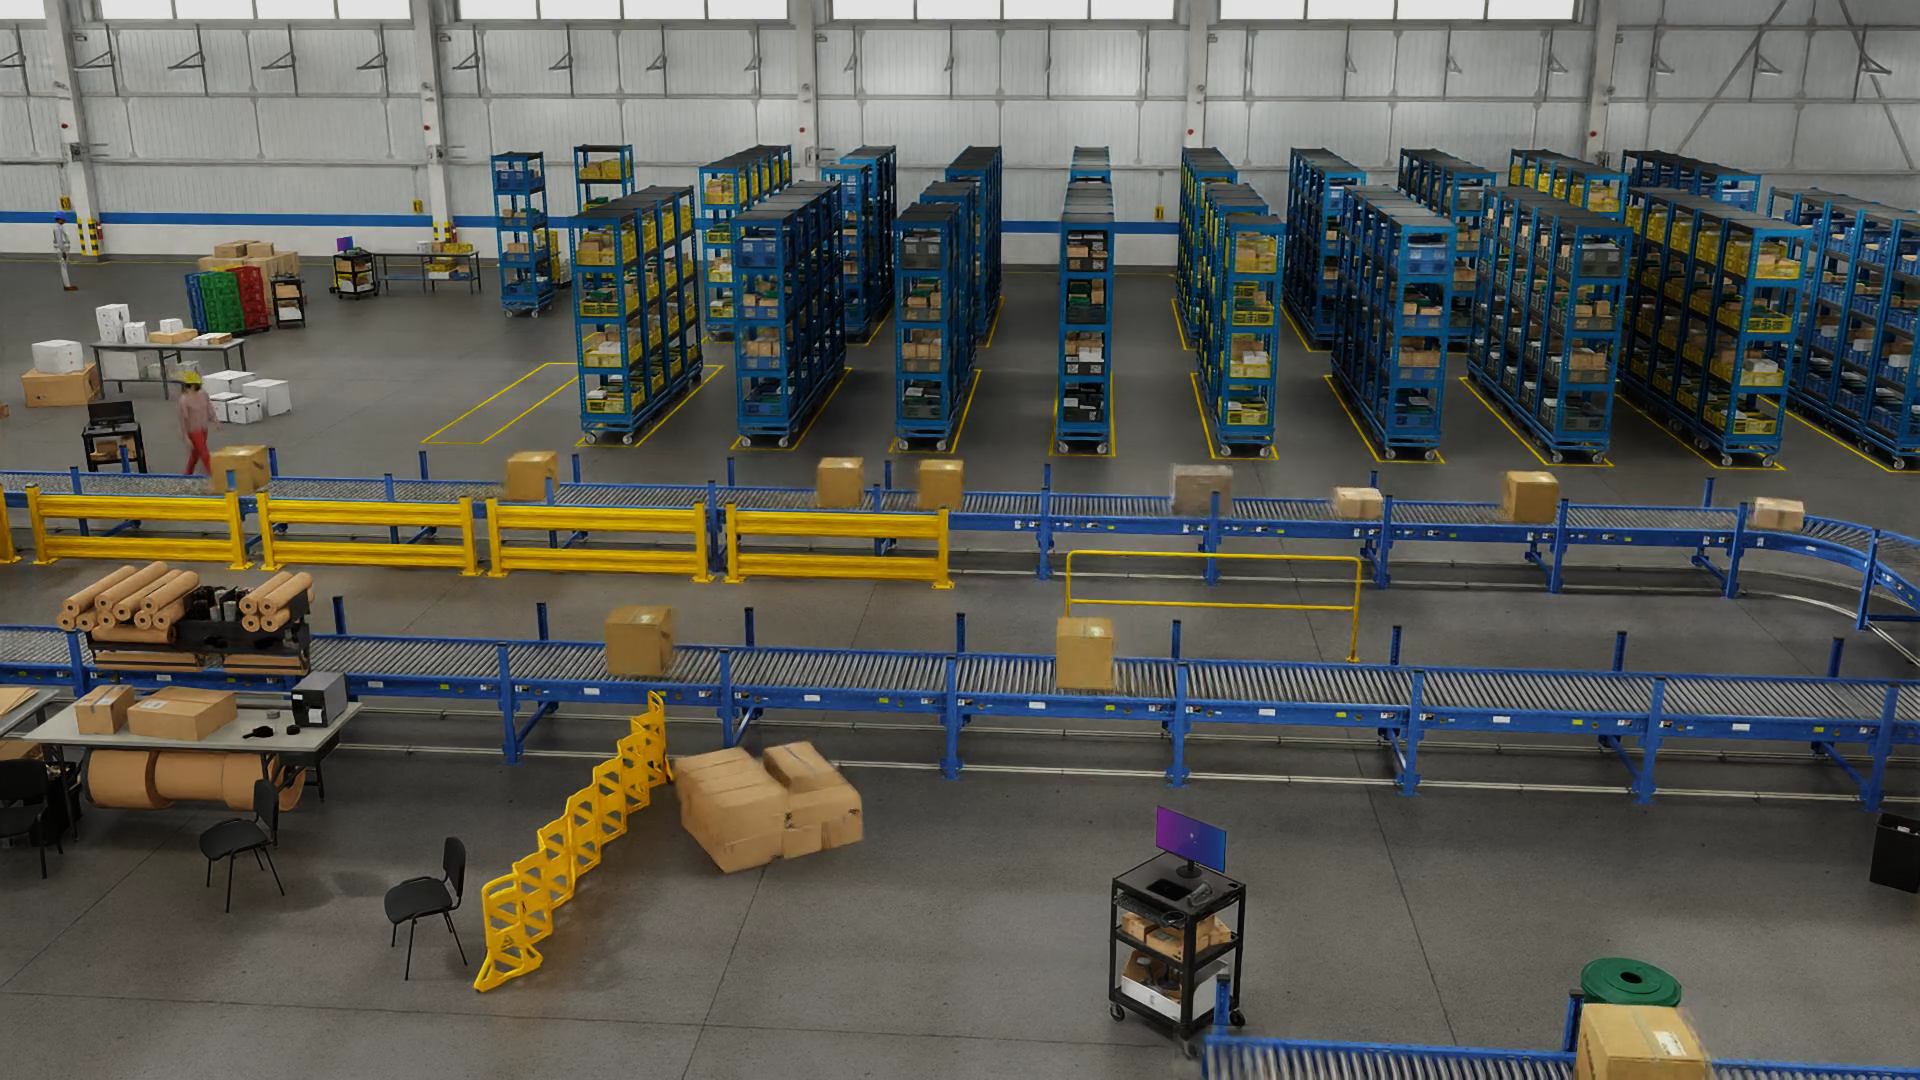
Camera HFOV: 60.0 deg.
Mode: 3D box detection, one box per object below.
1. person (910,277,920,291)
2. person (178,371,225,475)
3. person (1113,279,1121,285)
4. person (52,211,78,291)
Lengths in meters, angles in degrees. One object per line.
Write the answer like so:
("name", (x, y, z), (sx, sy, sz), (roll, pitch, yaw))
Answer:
("person", (-0.716, -4.304, 31.953), (0.396, 1.992, 0.623), (15, 23, 39))
("person", (-10.876, -1.571, 23.738), (0.930, 1.719, 0.538), (5, 18, 16))
("person", (3.593, -7.288, 41.727), (0.936, 1.797, 0.595), (2, 18, 6))
("person", (-22.069, -7.109, 40.944), (0.402, 1.938, 0.603), (-9, 19, -25))
